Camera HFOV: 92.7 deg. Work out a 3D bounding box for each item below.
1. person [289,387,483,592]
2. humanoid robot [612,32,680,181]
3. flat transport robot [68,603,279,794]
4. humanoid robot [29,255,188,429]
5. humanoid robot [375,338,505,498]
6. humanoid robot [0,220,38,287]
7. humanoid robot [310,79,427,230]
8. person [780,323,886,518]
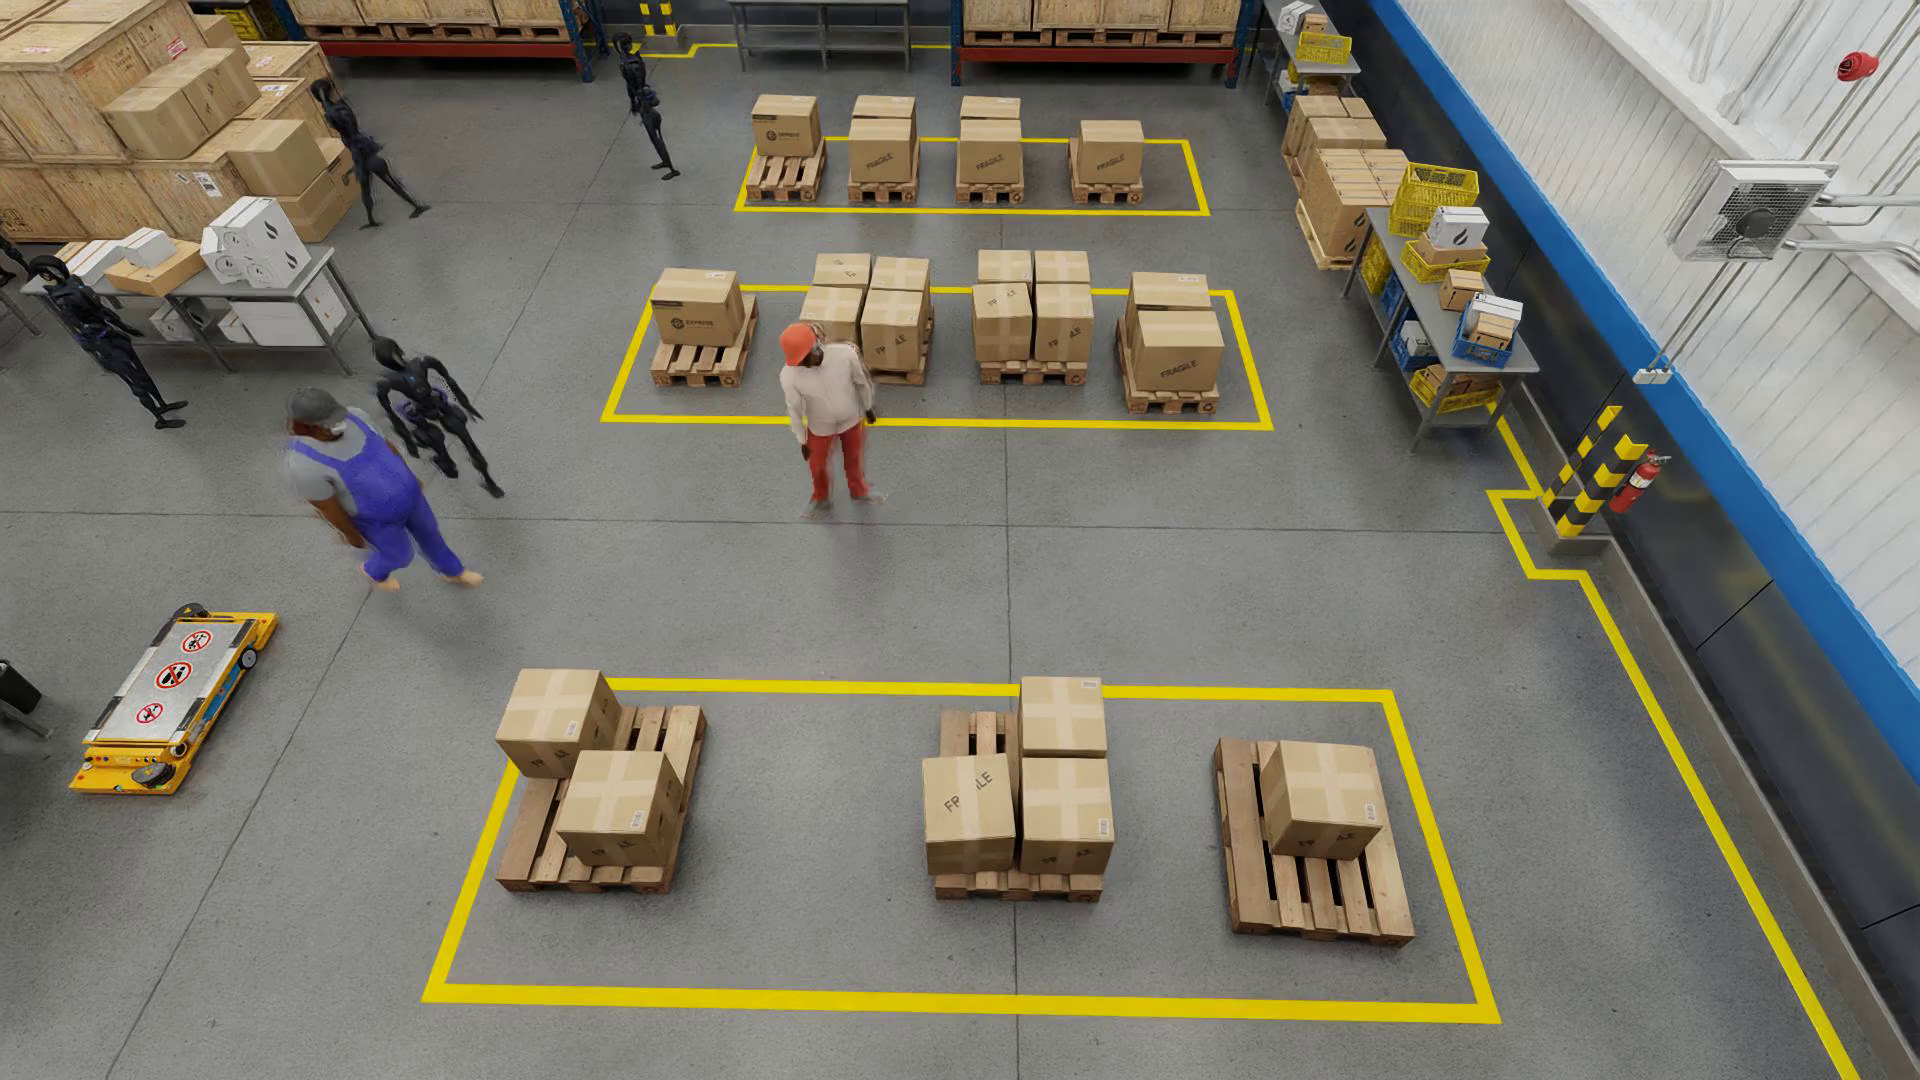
[{"bbox_3d":[-4.141,-0.303,6.464,0.679,2.000,0.697,10,50,8],"label":"person"},{"bbox_3d":[-3.698,-5.087,10.751,0.353,1.647,0.604,-27,55,-21],"label":"humanoid robot"},{"bbox_3d":[-5.504,1.072,6.442,0.652,0.197,1.431,1,50,1],"label":"flat transport robot"},{"bbox_3d":[-7.277,-1.705,7.877,0.325,1.658,0.600,-18,52,-15],"label":"humanoid robot"},{"bbox_3d":[-4.198,-0.991,7.297,0.567,1.639,0.618,32,57,24],"label":"humanoid robot"},{"bbox_3d":[-10.124,-3.330,9.254,0.616,1.656,0.310,-10,50,-8],"label":"humanoid robot"},{"bbox_3d":[-6.537,-4.209,10.033,0.559,1.627,0.768,23,54,19],"label":"humanoid robot"},{"bbox_3d":[-0.959,-0.905,7.043,0.718,1.942,0.376,-19,52,-15],"label":"person"}]
